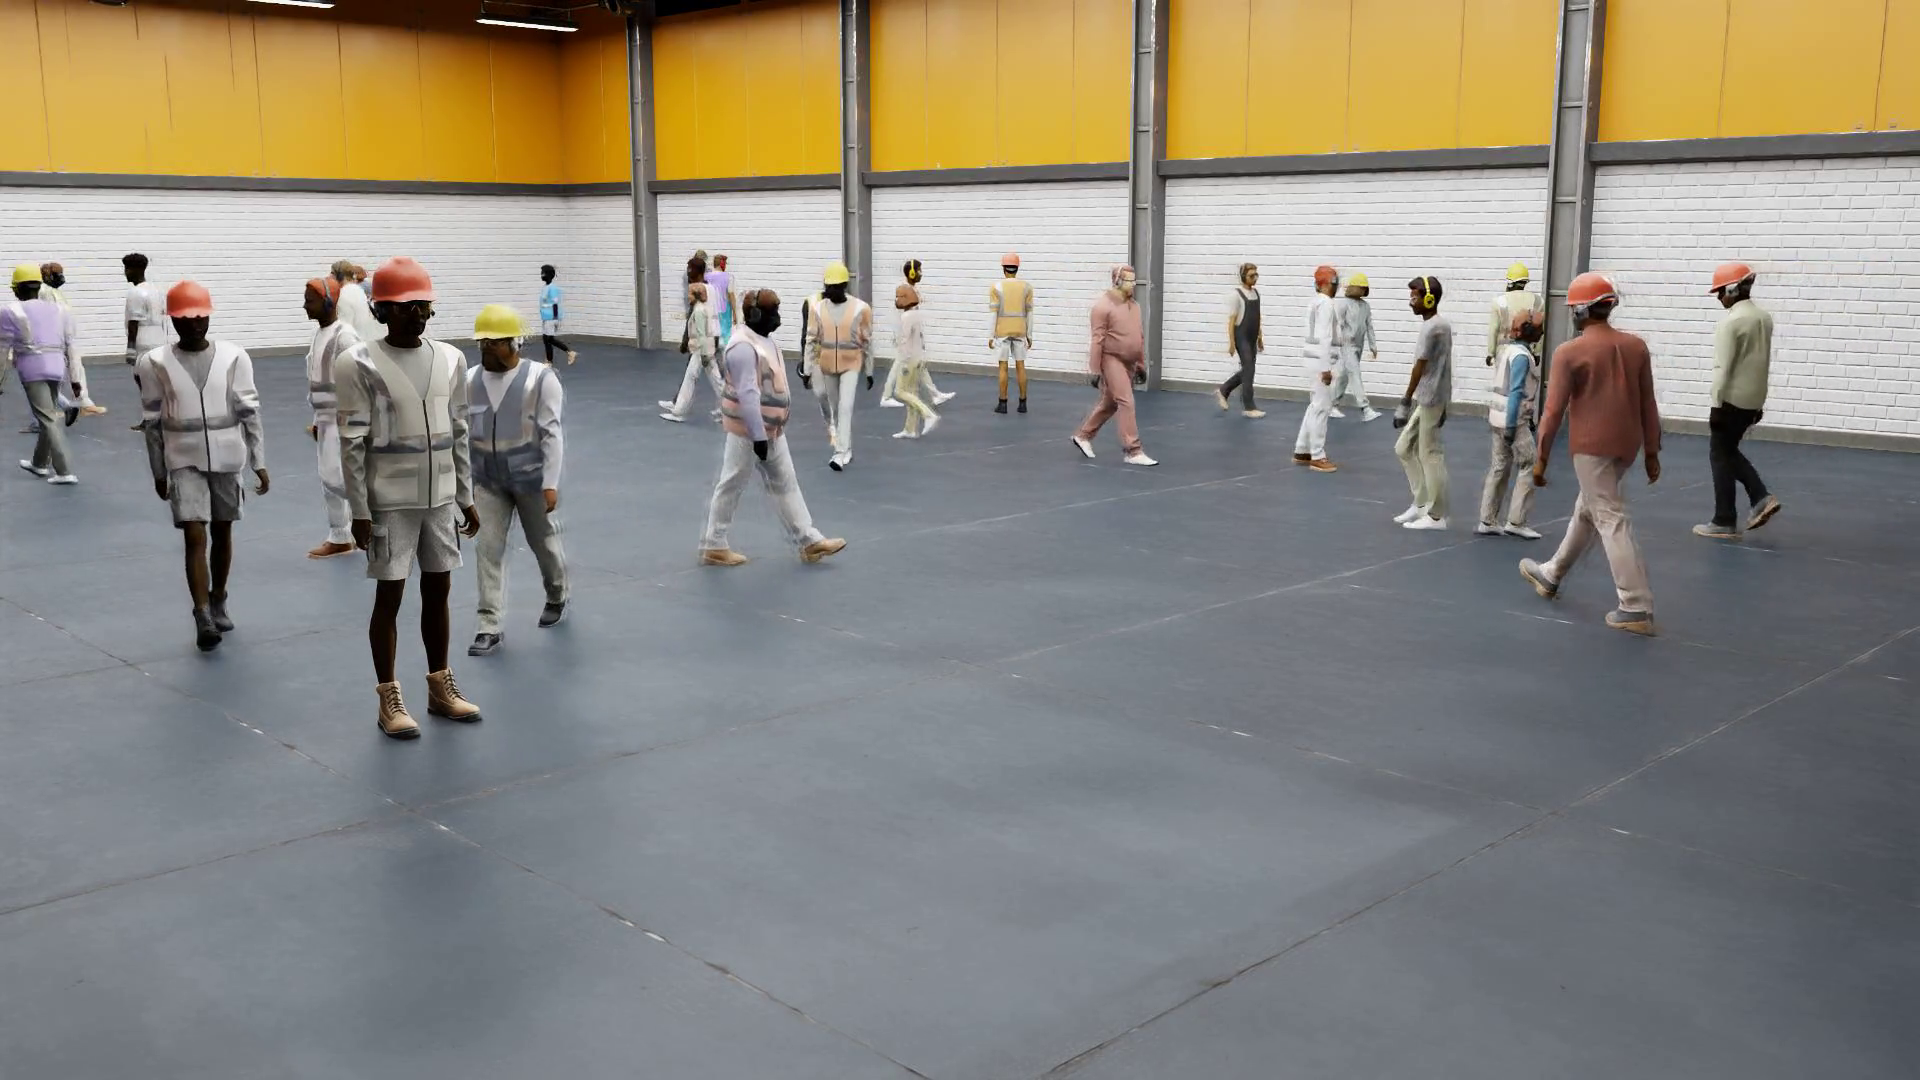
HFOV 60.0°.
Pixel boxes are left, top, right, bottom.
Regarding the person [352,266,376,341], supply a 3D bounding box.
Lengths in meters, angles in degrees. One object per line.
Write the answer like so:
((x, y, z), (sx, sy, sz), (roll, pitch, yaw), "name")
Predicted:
((-10.399, -3.923, 28.736), (0.500, 1.597, 0.815), (8, 13, 37), "person")

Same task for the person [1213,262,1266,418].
((3.317, -2.366, 19.649), (0.738, 1.825, 0.518), (10, 14, 43), "person")

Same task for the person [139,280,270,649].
((-3.919, -0.394, 8.677), (0.562, 1.889, 0.952), (-6, 12, -30), "person")

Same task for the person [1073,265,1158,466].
((1.458, -1.656, 15.683), (0.996, 1.863, 0.647), (9, 13, 39), "person")

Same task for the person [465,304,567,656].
((-2.335, -0.348, 8.774), (0.590, 1.793, 0.920), (1, 10, 7), "person")

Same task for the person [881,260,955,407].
((-0.546, -2.554, 20.675), (0.978, 1.815, 0.541), (-1, 10, -7), "person")

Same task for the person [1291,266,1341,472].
((3.260, -1.558, 15.173), (0.386, 1.854, 0.676), (2, 11, 8), "person")

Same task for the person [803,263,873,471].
((-1.119, -1.581, 15.215), (0.610, 1.874, 0.987), (2, 11, 11), "person")

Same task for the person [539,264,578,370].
((-6.382, -3.490, 26.160), (0.540, 1.682, 0.540), (-5, 12, -27), "person")

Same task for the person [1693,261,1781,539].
((5.488, -0.982, 11.733), (0.648, 1.953, 0.538), (-8, 13, -37), "person")

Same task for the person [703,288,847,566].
((-1.241, -0.708, 10.684), (0.957, 1.790, 0.659), (2, 11, 12), "person")

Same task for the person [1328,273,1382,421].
((4.590, -2.230, 19.237), (0.510, 1.686, 0.917), (-7, 13, -35), "person")

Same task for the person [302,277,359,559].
((-4.064, -0.800, 10.995), (0.505, 1.871, 0.582), (-8, 13, -36), "person")

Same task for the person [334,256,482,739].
((-2.339, -0.184, 7.140), (0.378, 2.044, 0.607), (9, 13, 39), "person")

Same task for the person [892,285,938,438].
((-0.479, -1.856, 17.419), (0.435, 1.623, 0.501), (2, 11, 13), "person")

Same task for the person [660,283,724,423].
((-2.967, -2.126, 18.941), (0.885, 1.587, 0.534), (0, 10, 1), "person")

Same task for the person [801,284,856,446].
((-1.315, -1.894, 17.143), (0.619, 1.803, 0.830), (0, 10, 0), "person")

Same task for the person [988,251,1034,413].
((0.602, -2.489, 20.002), (0.551, 1.934, 0.373), (-2, 11, -13), "person")

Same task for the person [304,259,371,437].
((-6.393, -1.997, 17.487), (1.039, 1.882, 0.650), (1, 10, 5), "person")

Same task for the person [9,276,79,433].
((-9.920, -2.006, 17.898), (0.509, 1.750, 0.526), (0, 10, 1), "person")

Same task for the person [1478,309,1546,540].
((3.940, -0.806, 11.678), (0.544, 1.617, 0.546), (2, 11, 9), "person")

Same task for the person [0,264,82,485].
((-8.000, -1.426, 14.363), (0.947, 1.877, 0.598), (5, 11, 25), "person")

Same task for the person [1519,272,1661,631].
((3.492, -0.508, 9.228), (0.642, 1.916, 1.129), (-4, 11, -23), "person")

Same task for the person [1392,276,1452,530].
((3.323, -0.980, 12.045), (0.551, 1.844, 0.497), (4, 11, 20), "person")

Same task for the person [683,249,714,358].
((-4.335, -3.817, 27.328), (0.722, 1.910, 0.645), (9, 13, 39), "person")

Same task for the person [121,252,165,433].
((-8.784, -2.125, 17.970), (0.484, 1.948, 0.615), (-1, 10, -6), "person")

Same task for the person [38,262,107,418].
((-10.413, -2.316, 19.393), (0.830, 1.808, 0.646), (-3, 11, -15), "person")

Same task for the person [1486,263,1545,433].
((5.927, -2.037, 17.805), (0.600, 1.836, 0.404), (0, 10, 0), "person")

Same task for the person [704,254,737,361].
((-3.725, -3.500, 25.784), (0.563, 1.837, 0.388), (4, 11, 22), "person")

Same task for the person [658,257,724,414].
((-3.126, -2.417, 19.798), (0.990, 1.861, 0.616), (1, 10, 7), "person")
